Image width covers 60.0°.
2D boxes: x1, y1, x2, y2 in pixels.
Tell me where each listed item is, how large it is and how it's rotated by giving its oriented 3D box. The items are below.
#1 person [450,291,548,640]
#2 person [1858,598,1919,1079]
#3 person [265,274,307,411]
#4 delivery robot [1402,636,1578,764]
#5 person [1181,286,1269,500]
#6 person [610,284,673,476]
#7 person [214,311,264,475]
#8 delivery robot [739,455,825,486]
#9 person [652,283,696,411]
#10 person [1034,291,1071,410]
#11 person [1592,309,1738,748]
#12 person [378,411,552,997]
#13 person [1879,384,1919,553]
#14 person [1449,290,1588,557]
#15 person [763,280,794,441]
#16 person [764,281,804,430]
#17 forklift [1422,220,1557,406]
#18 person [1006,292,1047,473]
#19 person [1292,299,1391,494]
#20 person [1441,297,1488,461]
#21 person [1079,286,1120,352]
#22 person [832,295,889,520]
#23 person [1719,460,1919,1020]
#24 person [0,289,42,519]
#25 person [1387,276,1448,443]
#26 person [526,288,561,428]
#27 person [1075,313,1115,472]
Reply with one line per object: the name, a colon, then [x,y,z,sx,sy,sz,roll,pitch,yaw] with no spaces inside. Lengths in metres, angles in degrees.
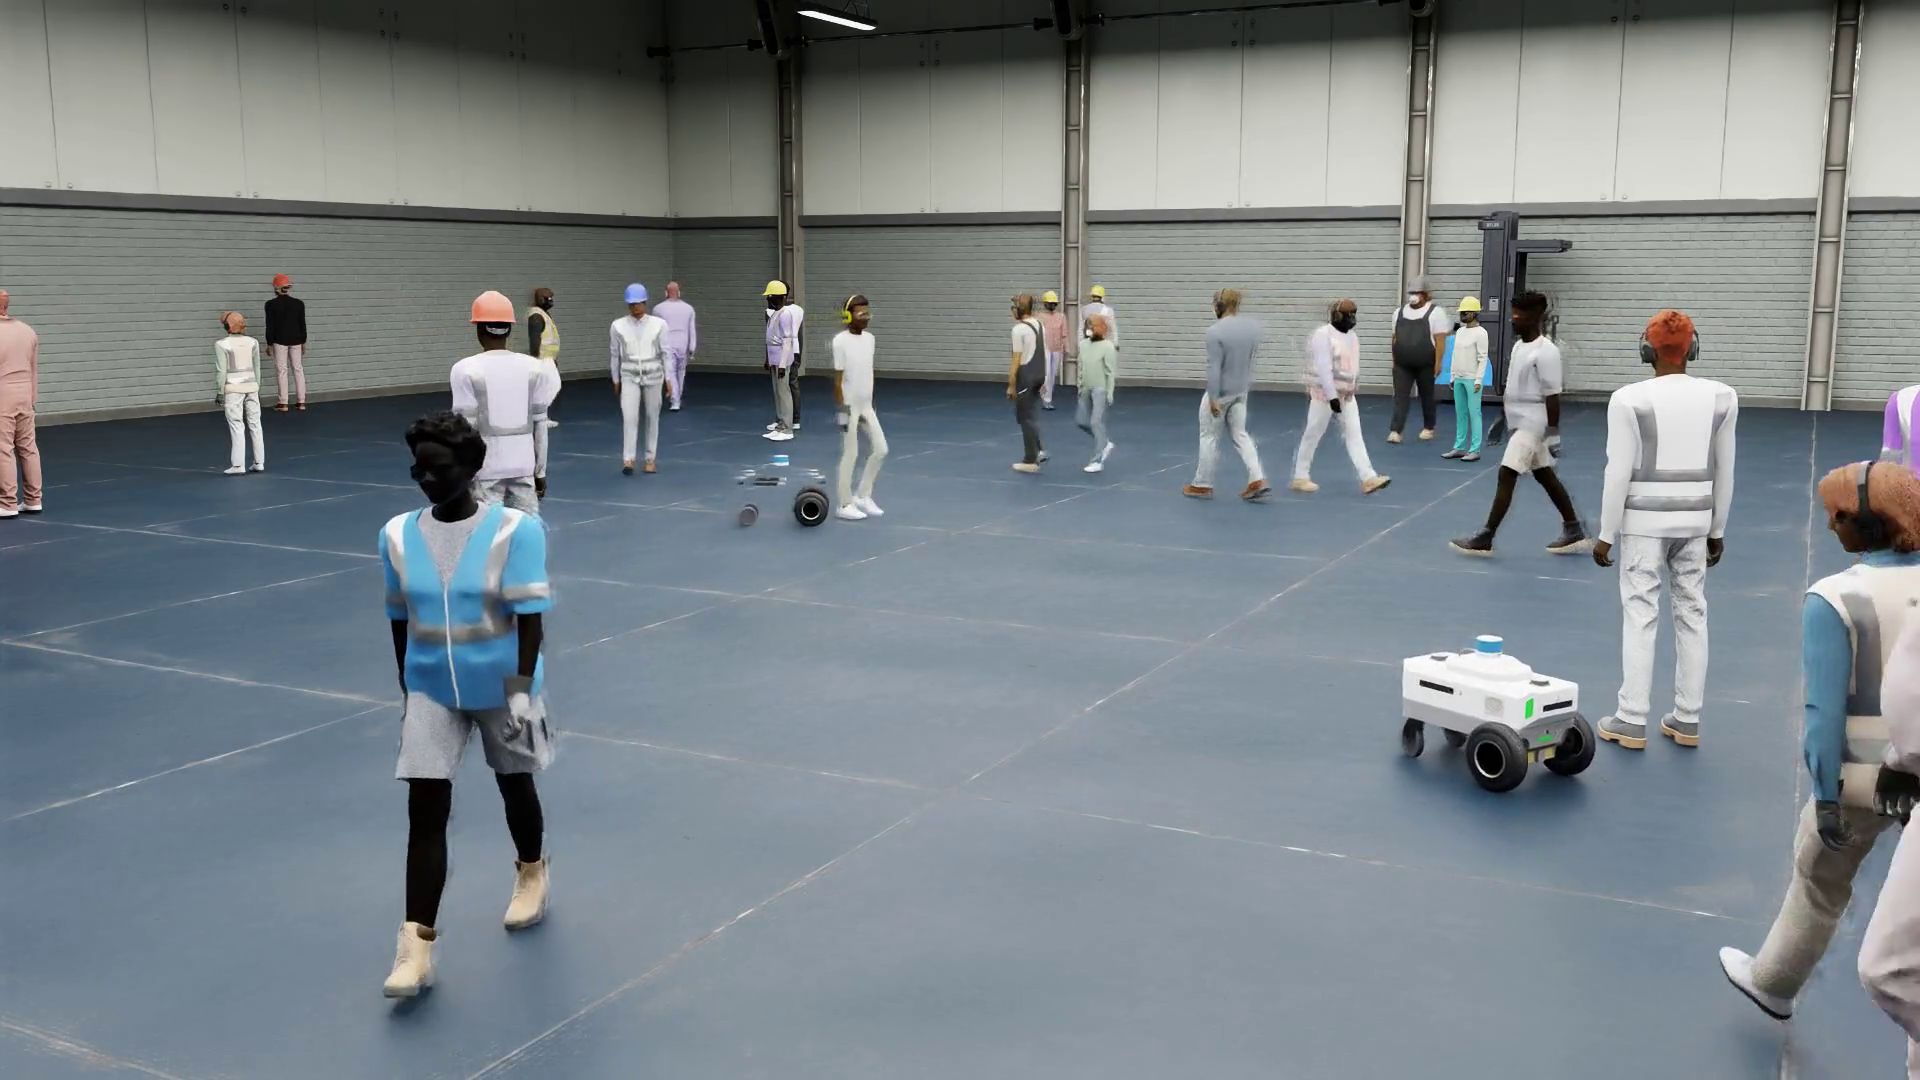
person: [-2.533,-0.390,9.137,0.552,1.936,0.358,-8,12,-41]
person: [2.150,0.544,3.536,0.490,1.883,0.668,6,11,32]
person: [-9.919,-2.907,24.482,0.372,1.996,0.620,8,12,41]
delivery robot: [2.179,0.640,6.884,0.477,0.478,0.707,-6,11,-32]
person: [2.404,-1.311,14.892,0.634,1.914,0.830,-7,11,-36]
person: [-3.186,-1.595,16.653,0.625,1.899,0.954,-1,9,-8]
person: [-7.271,-1.481,16.779,0.310,1.642,0.514,5,10,28]
delivery robot: [-1.451,-0.577,13.591,0.698,0.223,0.335,-1,9,-4]
person: [-4.258,-2.846,24.544,0.643,1.857,0.988,-5,10,-27]
person: [1.374,-2.775,24.464,0.530,1.741,0.739,-4,10,-23]
person: [3.029,-0.045,7.173,0.573,1.886,0.353,-1,9,-4]
person: [-1.454,0.439,4.914,0.536,1.648,0.861,0,9,3]
person: [3.920,0.016,6.632,0.378,1.936,0.548,-8,13,-42]
person: [4.109,-0.838,11.991,1.019,1.921,0.605,1,9,4]
person: [-2.196,-2.168,20.136,0.362,1.928,0.587,-3,10,-20]
person: [-2.270,-2.384,21.496,0.391,1.920,0.593,9,13,44]
forklift: [8.245,-3.527,25.720,1.873,2.768,1.129,5,10,27]
person: [0.668,-1.602,16.941,0.401,1.827,0.525,6,11,31]
person: [3.485,-1.309,15.277,0.641,1.779,1.004,-8,12,-39]
person: [5.499,-1.748,18.043,0.308,1.769,0.525,-3,10,-20]
person: [2.268,-3.183,26.805,0.605,1.792,0.872,6,11,33]
person: [-0.816,-1.090,13.726,0.507,1.850,0.550,7,12,39]
person: [2.289,0.590,4.167,0.535,1.578,0.882,-1,9,-5]
person: [-7.982,-1.141,13.866,0.407,1.910,0.639,2,9,13]
person: [5.495,-2.183,20.014,0.688,2.000,1.002,6,11,33]
person: [-5.432,-2.380,21.770,0.453,1.828,0.628,-1,9,-8]
person: [1.418,-1.518,17.059,0.415,1.617,0.506,-7,12,-38]
